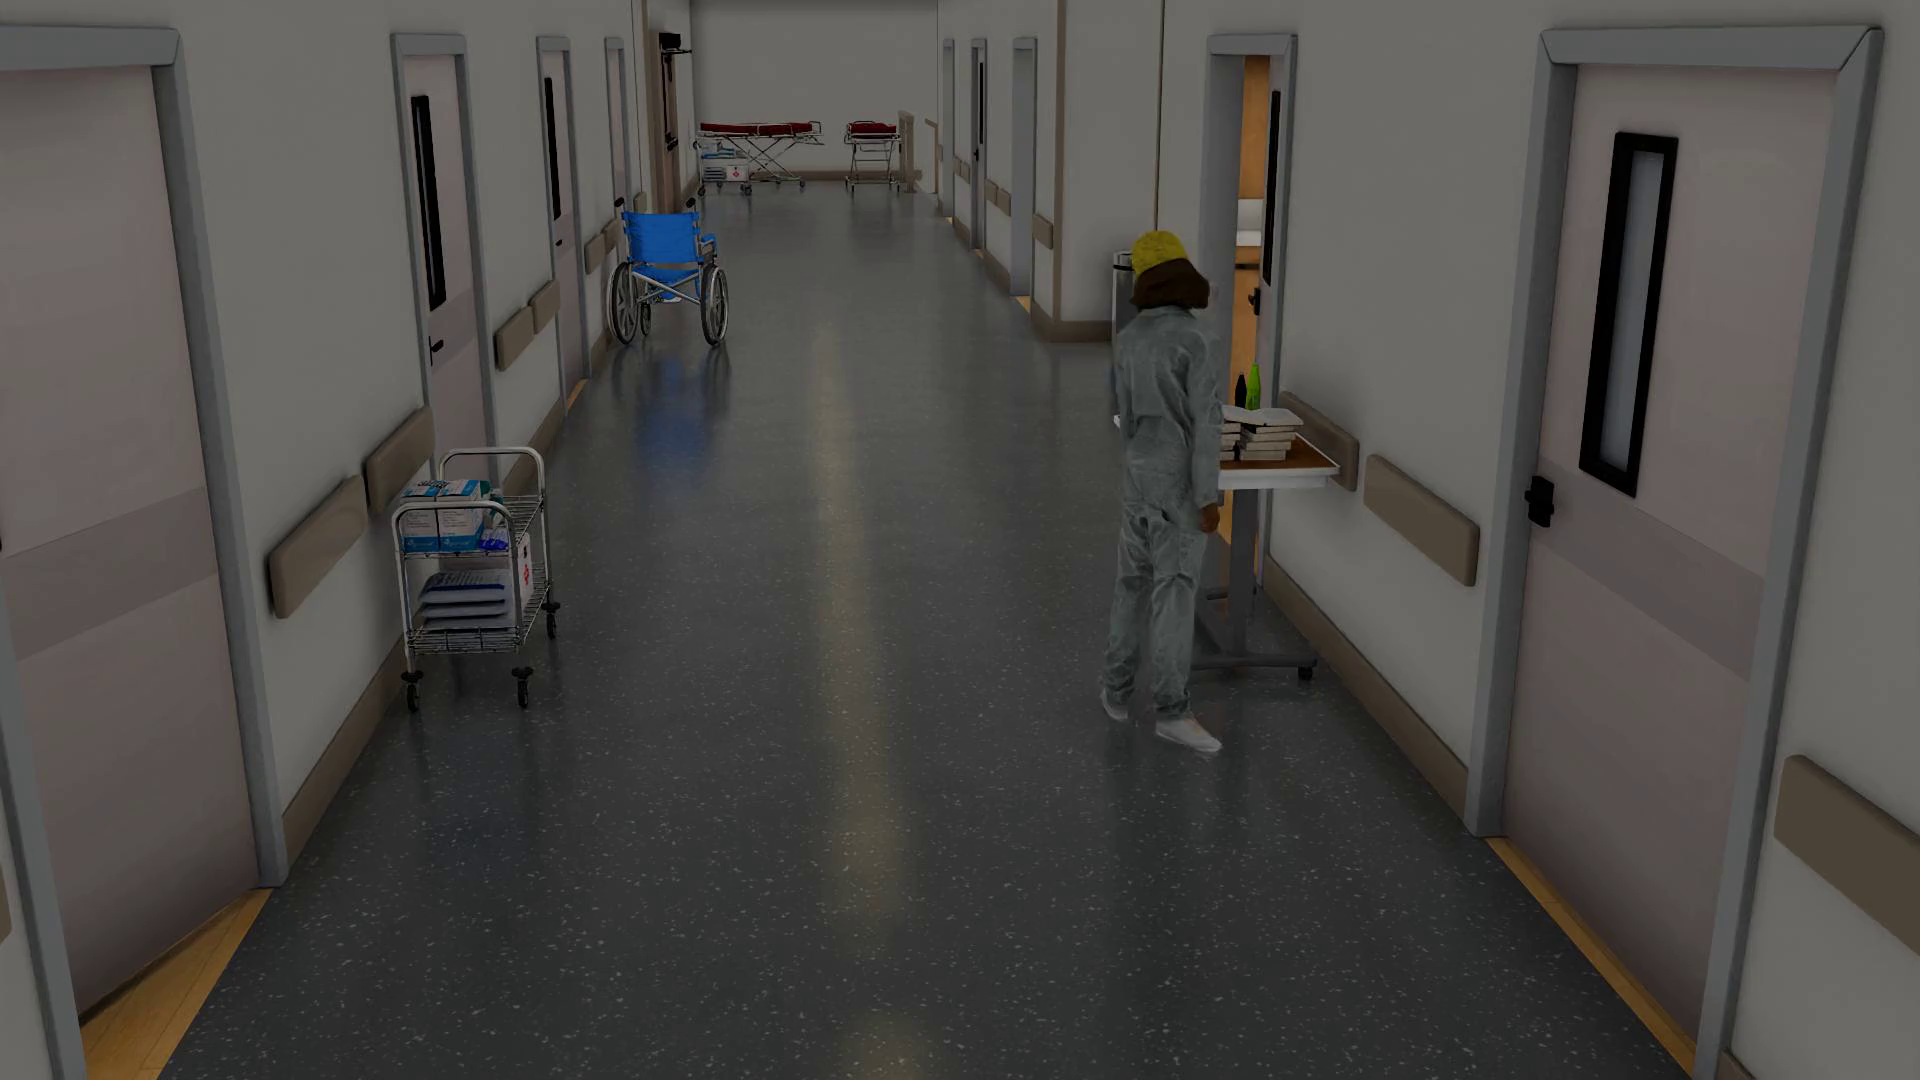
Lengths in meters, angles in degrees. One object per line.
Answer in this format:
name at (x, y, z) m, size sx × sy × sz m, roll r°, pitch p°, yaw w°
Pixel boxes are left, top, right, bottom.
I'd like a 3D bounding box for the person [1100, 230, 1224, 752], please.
person at (0.737, -0.160, 5.577) m, size 0.323 × 1.700 × 0.634 m, roll -10°, pitch 19°, yaw -31°
